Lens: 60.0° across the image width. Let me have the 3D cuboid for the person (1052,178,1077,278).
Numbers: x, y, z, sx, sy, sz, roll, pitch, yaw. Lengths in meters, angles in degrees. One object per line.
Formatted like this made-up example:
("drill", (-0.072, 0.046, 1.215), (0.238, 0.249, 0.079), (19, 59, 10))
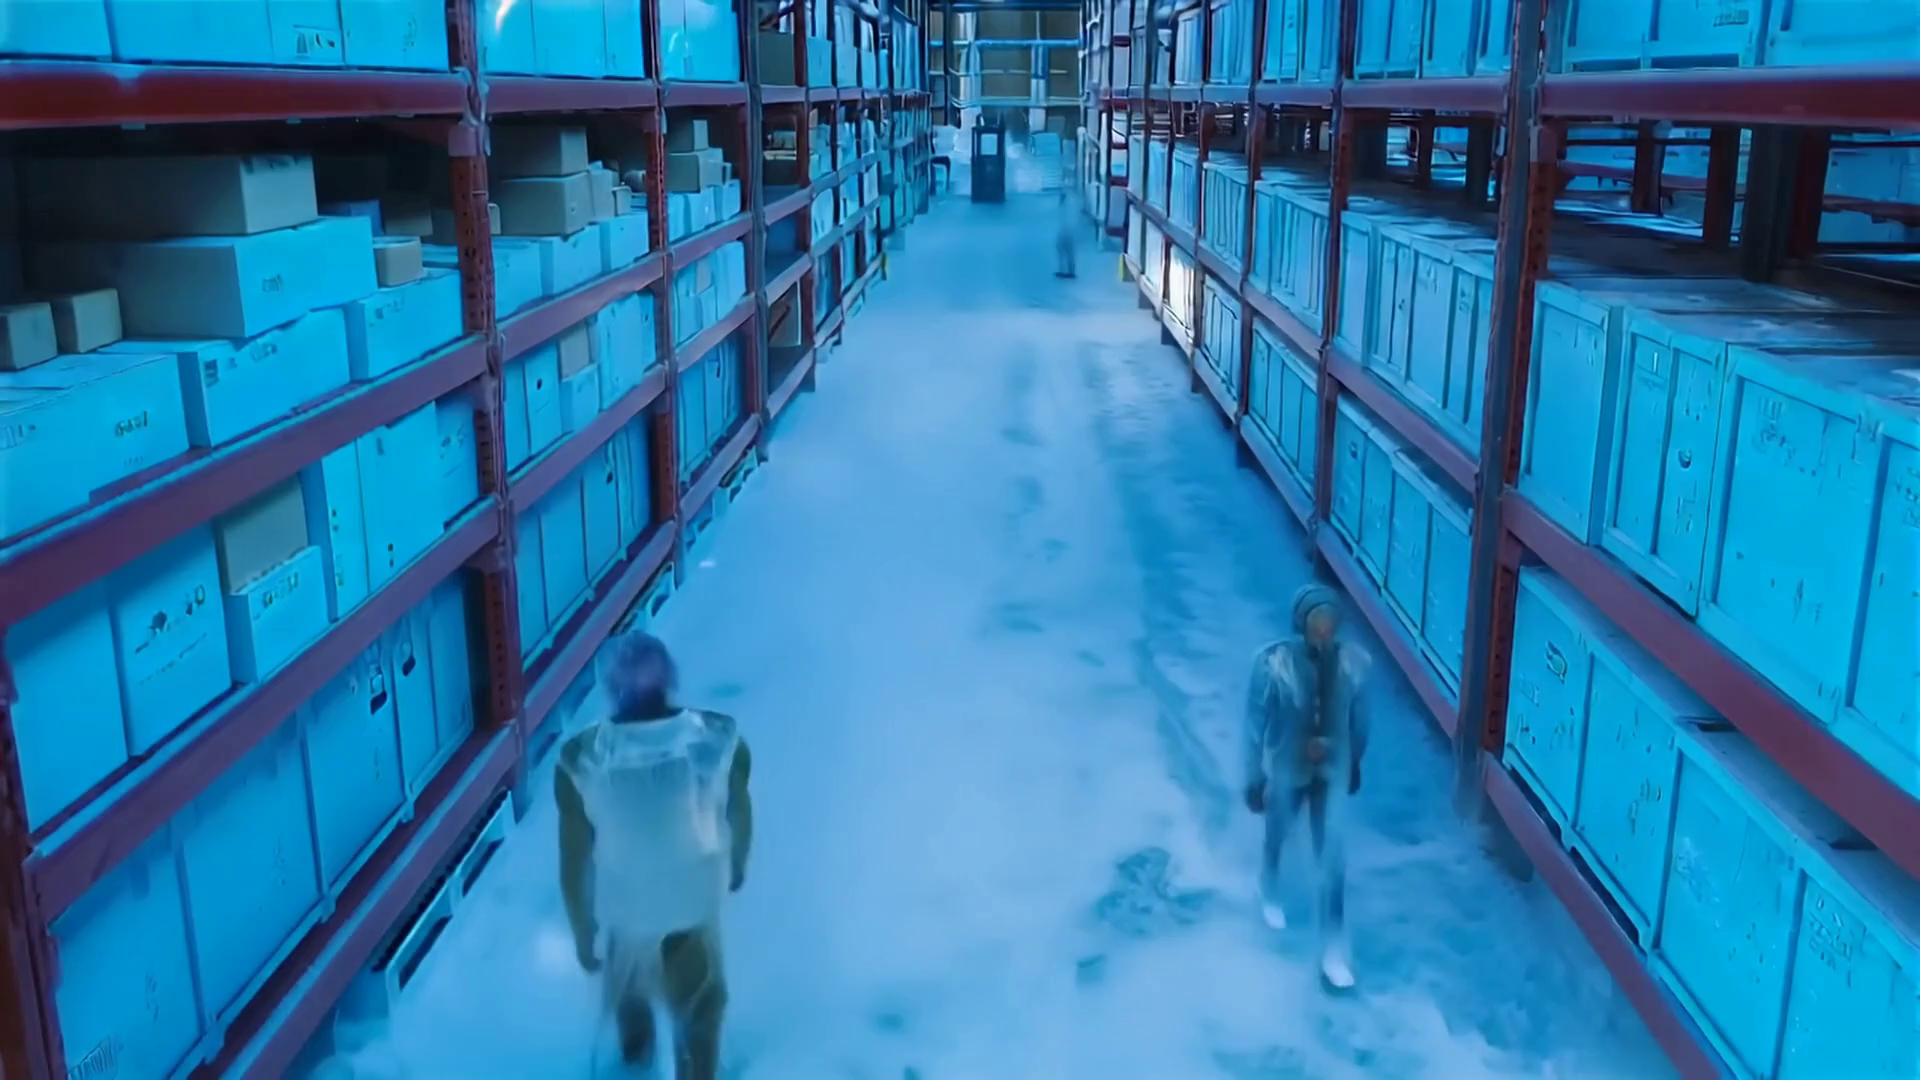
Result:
("person", (1.971, -5.981, 31.938), (0.617, 1.883, 0.666), (0, 15, 1))

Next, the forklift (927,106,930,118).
("forklift", (-1.956, -21.097, 86.286), (1.129, 2.768, 1.873), (0, 15, 2))

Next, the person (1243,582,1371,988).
("person", (1.395, 0.947, 6.703), (0.541, 1.584, 0.878), (-1, 15, -4))

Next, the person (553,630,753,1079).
("person", (-1.002, 1.156, 5.560), (0.632, 1.794, 0.959), (-3, 15, -11))

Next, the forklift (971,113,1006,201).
("forklift", (0.948, -12.644, 54.837), (1.129, 2.768, 1.873), (0, 15, 2))

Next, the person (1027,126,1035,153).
("person", (3.662, -19.835, 83.483), (1.014, 1.898, 0.646), (-7, 16, -24))

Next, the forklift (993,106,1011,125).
("forklift", (2.094, -20.211, 82.990), (1.129, 2.768, 1.873), (2, 15, 6))

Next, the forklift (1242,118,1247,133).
("forklift", (7.416, -9.610, 43.548), (1.873, 2.768, 1.129), (0, 15, 2))

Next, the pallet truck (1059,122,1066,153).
("pallet truck", (5.788, -21.111, 88.014), (1.885, 1.965, 0.823), (5, 16, 18))
